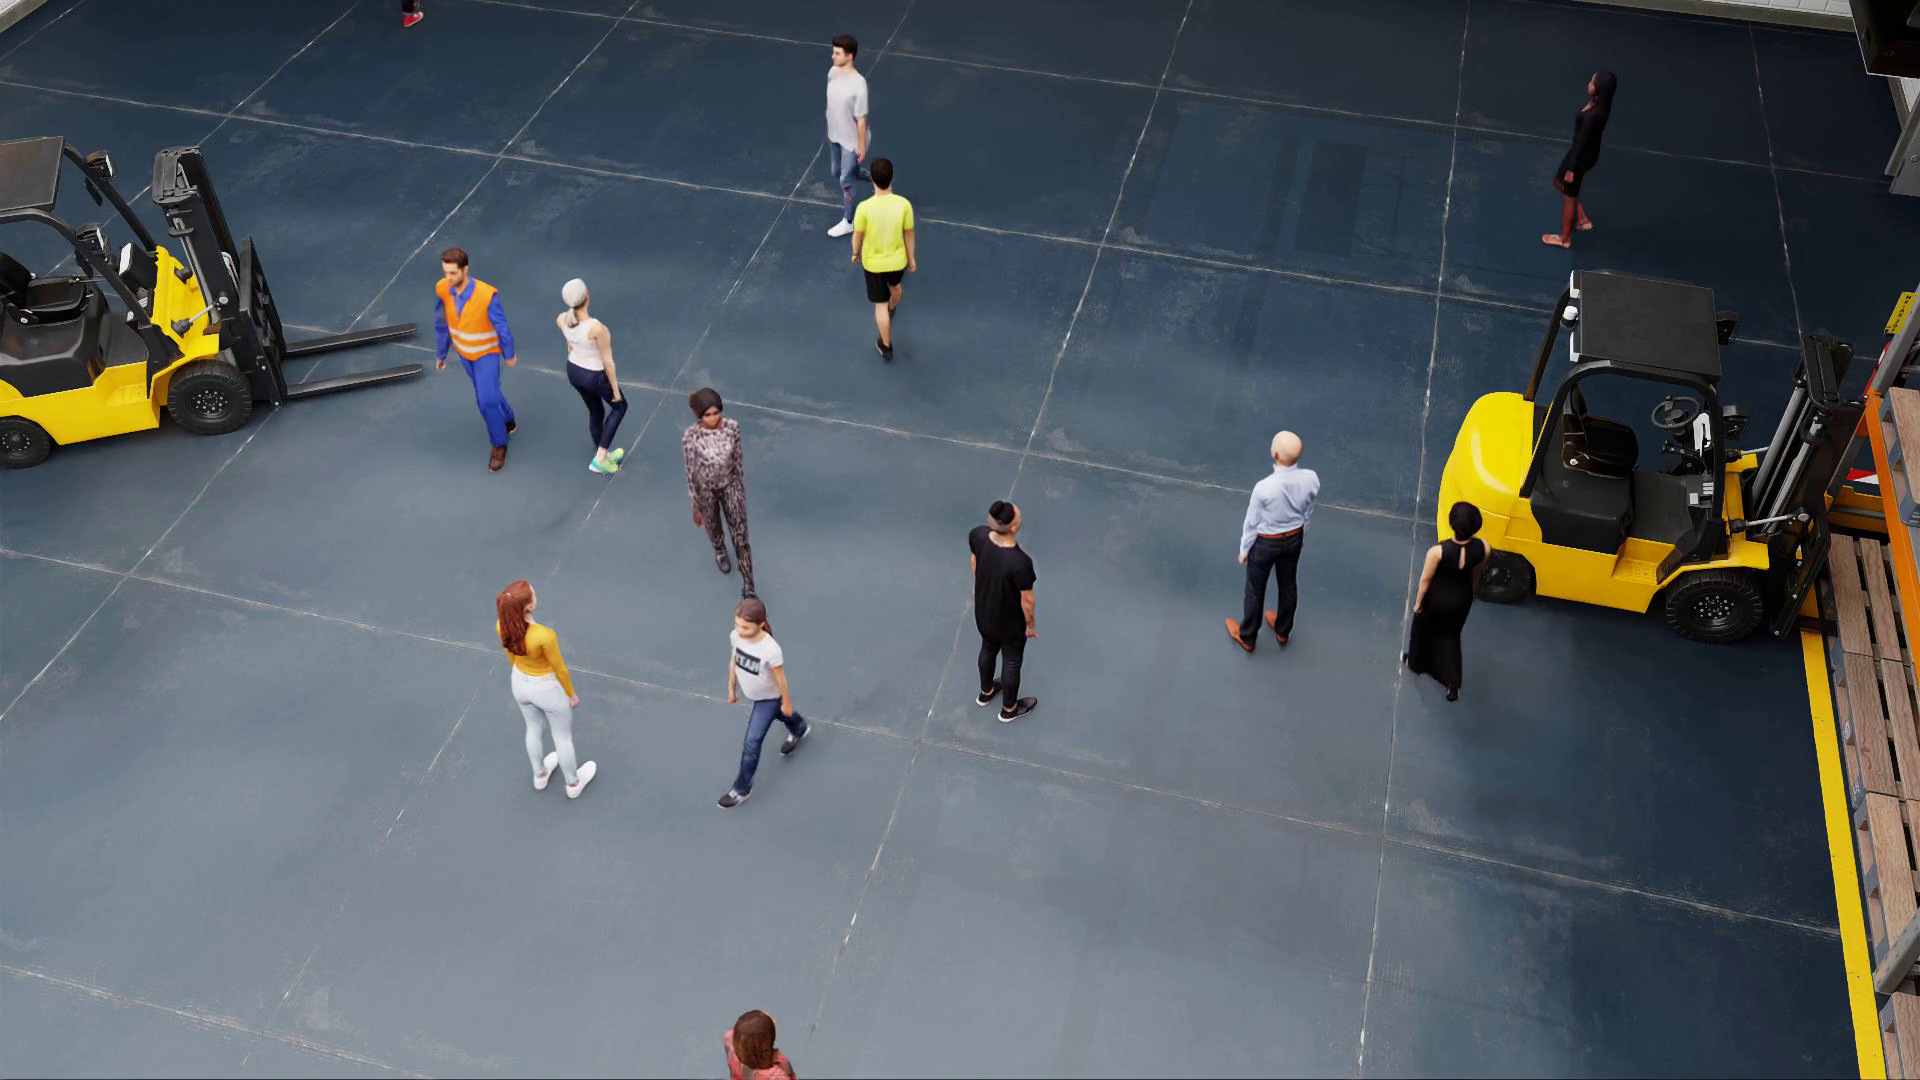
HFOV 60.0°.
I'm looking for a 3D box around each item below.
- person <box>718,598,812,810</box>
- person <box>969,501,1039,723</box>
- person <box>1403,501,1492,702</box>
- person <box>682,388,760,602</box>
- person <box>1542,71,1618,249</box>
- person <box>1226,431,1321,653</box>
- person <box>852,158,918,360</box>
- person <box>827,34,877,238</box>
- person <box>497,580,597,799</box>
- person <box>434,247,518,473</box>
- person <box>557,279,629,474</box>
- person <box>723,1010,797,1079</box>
[{"bbox_3d":[-1.176,0.888,10.253,0.847,1.521,1.140,29,51,27],"label":"person"},{"bbox_3d":[0.271,0.416,10.501,0.775,1.863,0.771,-33,53,-30],"label":"person"},{"bbox_3d":[3.149,0.433,10.686,0.762,1.583,0.917,-5,44,-5],"label":"person"},{"bbox_3d":[-1.702,-0.390,11.477,0.899,1.683,1.056,-12,45,-12],"label":"person"},{"bbox_3d":[5.498,-3.286,14.498,0.757,1.708,0.683,20,47,20],"label":"person"},{"bbox_3d":[2.081,0.023,10.969,0.720,1.786,0.729,-12,45,-12],"label":"person"},{"bbox_3d":[-0.584,-2.219,13.407,0.960,1.669,1.132,-10,45,-10],"label":"person"},{"bbox_3d":[-0.908,-3.589,14.703,1.118,1.864,1.012,-29,51,-27],"label":"person"},{"bbox_3d":[-2.544,0.908,10.069,0.588,1.747,0.559,16,46,16],"label":"person"},{"bbox_3d":[-3.567,-1.455,12.481,0.719,1.840,0.828,14,45,15],"label":"person"},{"bbox_3d":[-2.761,-1.120,12.241,0.671,1.687,0.742,20,47,20],"label":"person"},{"bbox_3d":[-1.021,2.825,8.113,0.873,1.668,1.159,27,50,26],"label":"person"}]
